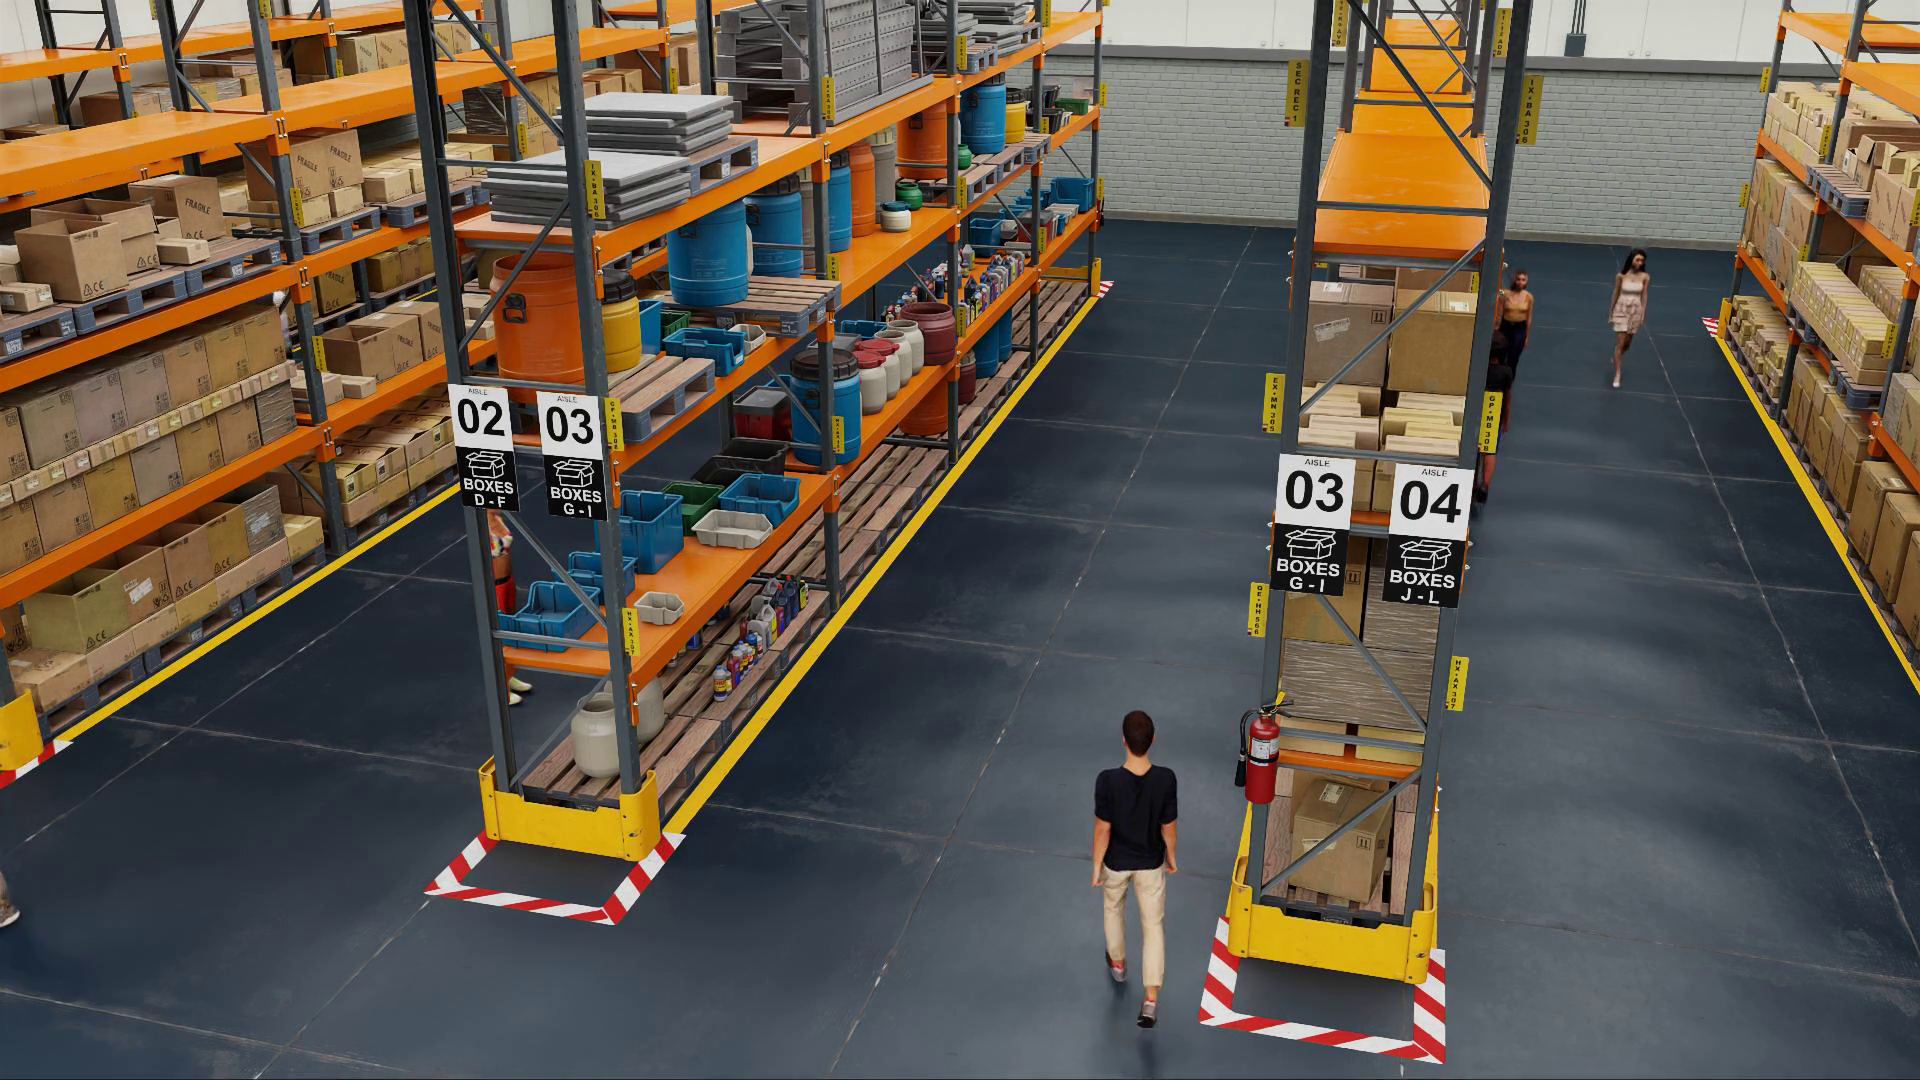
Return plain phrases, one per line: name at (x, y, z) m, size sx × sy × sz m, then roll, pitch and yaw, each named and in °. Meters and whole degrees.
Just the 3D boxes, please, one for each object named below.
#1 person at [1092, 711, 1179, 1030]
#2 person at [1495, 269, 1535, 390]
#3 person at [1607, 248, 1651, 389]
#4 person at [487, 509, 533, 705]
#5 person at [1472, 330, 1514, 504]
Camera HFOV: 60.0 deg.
person at (0.990, 1.836, 9.226) m, size 0.858 × 1.831 × 1.202 m, roll -1°, pitch 22°, yaw -1°
person at (6.624, -2.465, 20.036) m, size 0.602 × 1.608 × 1.040 m, roll 6°, pitch 23°, yaw 15°
person at (8.272, -2.779, 20.661) m, size 0.589 × 1.716 × 0.950 m, roll 5°, pitch 23°, yaw 12°
person at (-3.578, 0.394, 12.807) m, size 0.620 × 1.788 × 0.491 m, roll 5°, pitch 23°, yaw 11°
person at (5.275, -1.196, 16.707) m, size 0.595 × 1.779 × 0.971 m, roll 6°, pitch 23°, yaw 14°
